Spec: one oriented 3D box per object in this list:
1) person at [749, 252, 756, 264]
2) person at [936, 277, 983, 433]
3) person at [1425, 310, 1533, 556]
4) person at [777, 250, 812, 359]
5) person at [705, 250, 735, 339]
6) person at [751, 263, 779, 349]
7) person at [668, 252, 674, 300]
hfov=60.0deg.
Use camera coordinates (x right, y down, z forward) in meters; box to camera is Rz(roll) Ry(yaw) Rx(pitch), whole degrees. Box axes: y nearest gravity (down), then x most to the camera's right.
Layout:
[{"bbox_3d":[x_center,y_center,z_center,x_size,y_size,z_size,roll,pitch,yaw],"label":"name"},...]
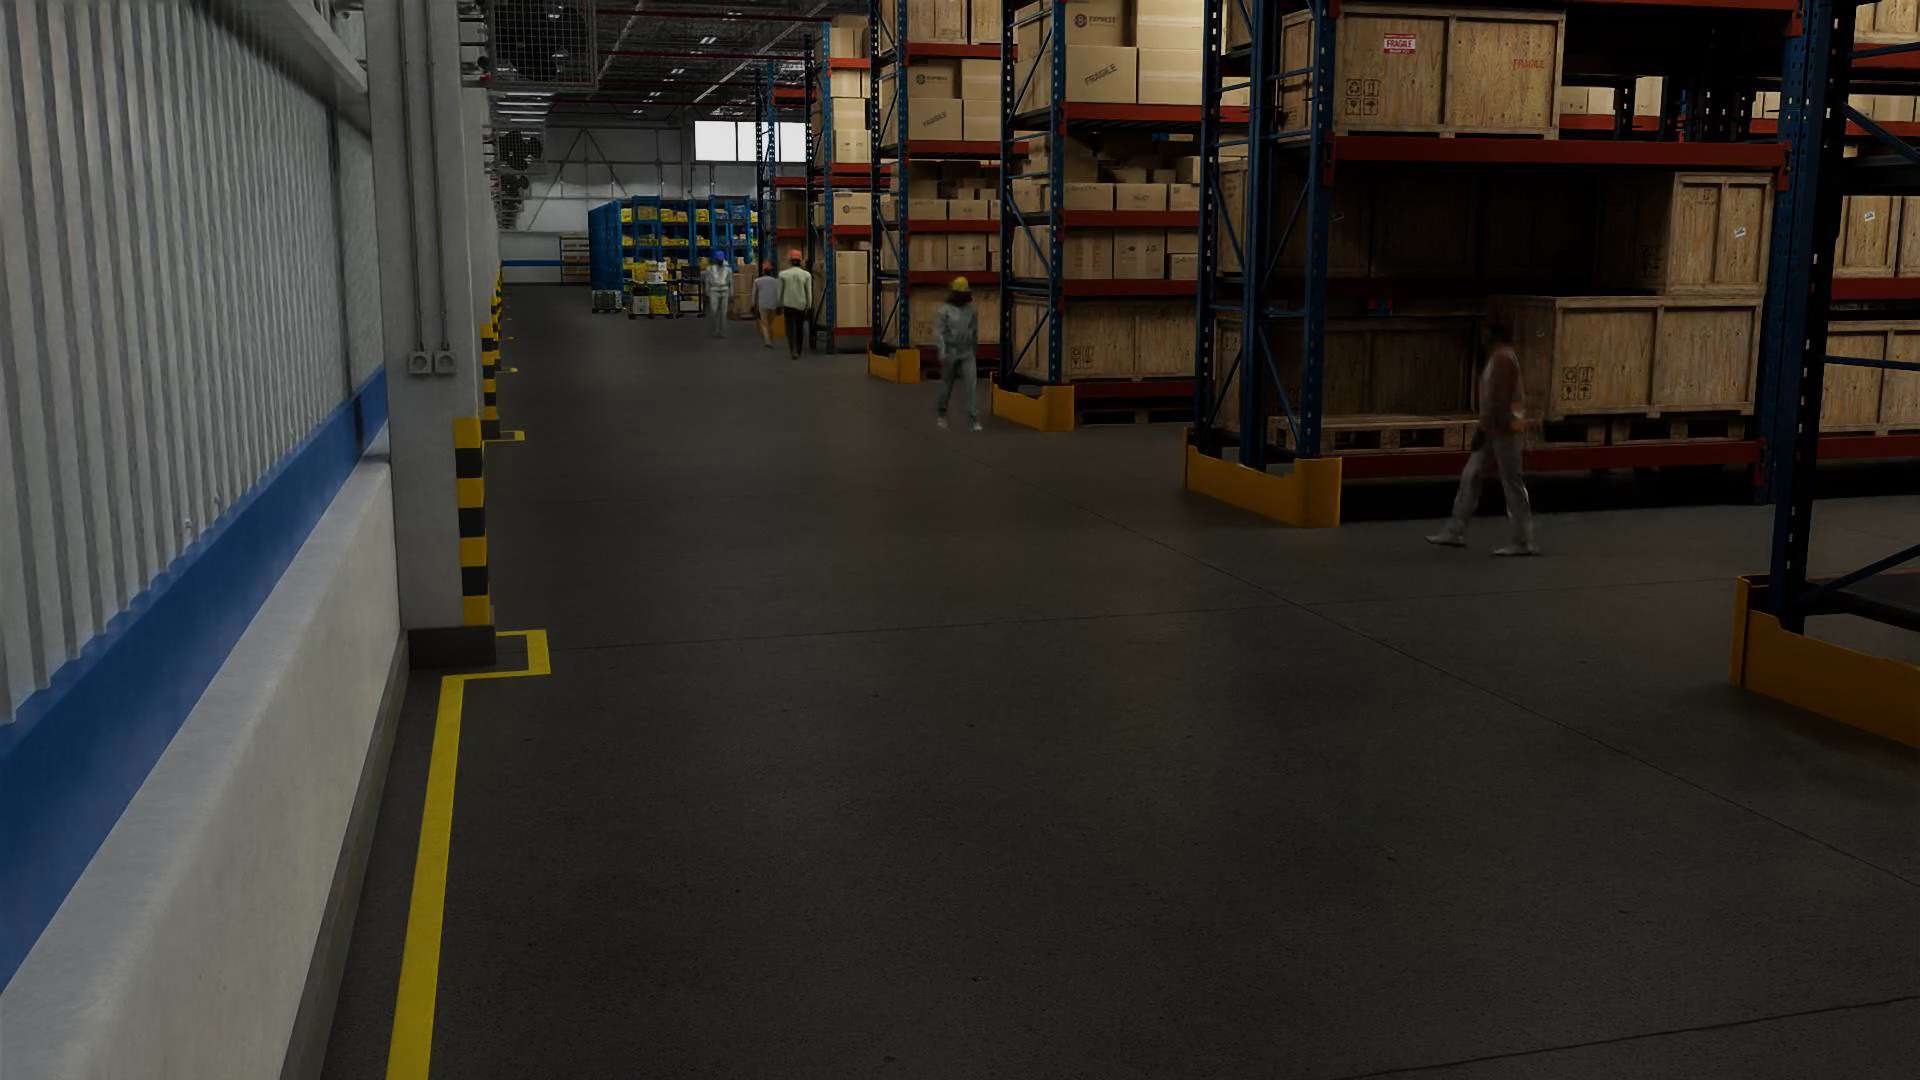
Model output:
[{"bbox_3d":[-7.067,-8.809,56.256,0.430,1.817,0.622,-4,11,-24],"label":"person"},{"bbox_3d":[-0.031,-2.046,18.335,0.497,1.695,0.893,-4,11,-21],"label":"person"},{"bbox_3d":[3.430,-0.691,10.899,0.768,1.608,0.534,2,10,9],"label":"person"},{"bbox_3d":[-2.951,-4.212,29.816,0.607,1.969,0.888,-2,10,-13],"label":"person"},{"bbox_3d":[-5.224,-5.349,36.343,0.626,1.920,0.784,-3,11,-17],"label":"person"},{"bbox_3d":[-3.845,-4.660,33.096,0.572,1.707,0.910,-4,11,-24],"label":"person"},{"bbox_3d":[-11.100,-9.983,62.948,0.659,1.804,0.452,5,11,28],"label":"person"}]
